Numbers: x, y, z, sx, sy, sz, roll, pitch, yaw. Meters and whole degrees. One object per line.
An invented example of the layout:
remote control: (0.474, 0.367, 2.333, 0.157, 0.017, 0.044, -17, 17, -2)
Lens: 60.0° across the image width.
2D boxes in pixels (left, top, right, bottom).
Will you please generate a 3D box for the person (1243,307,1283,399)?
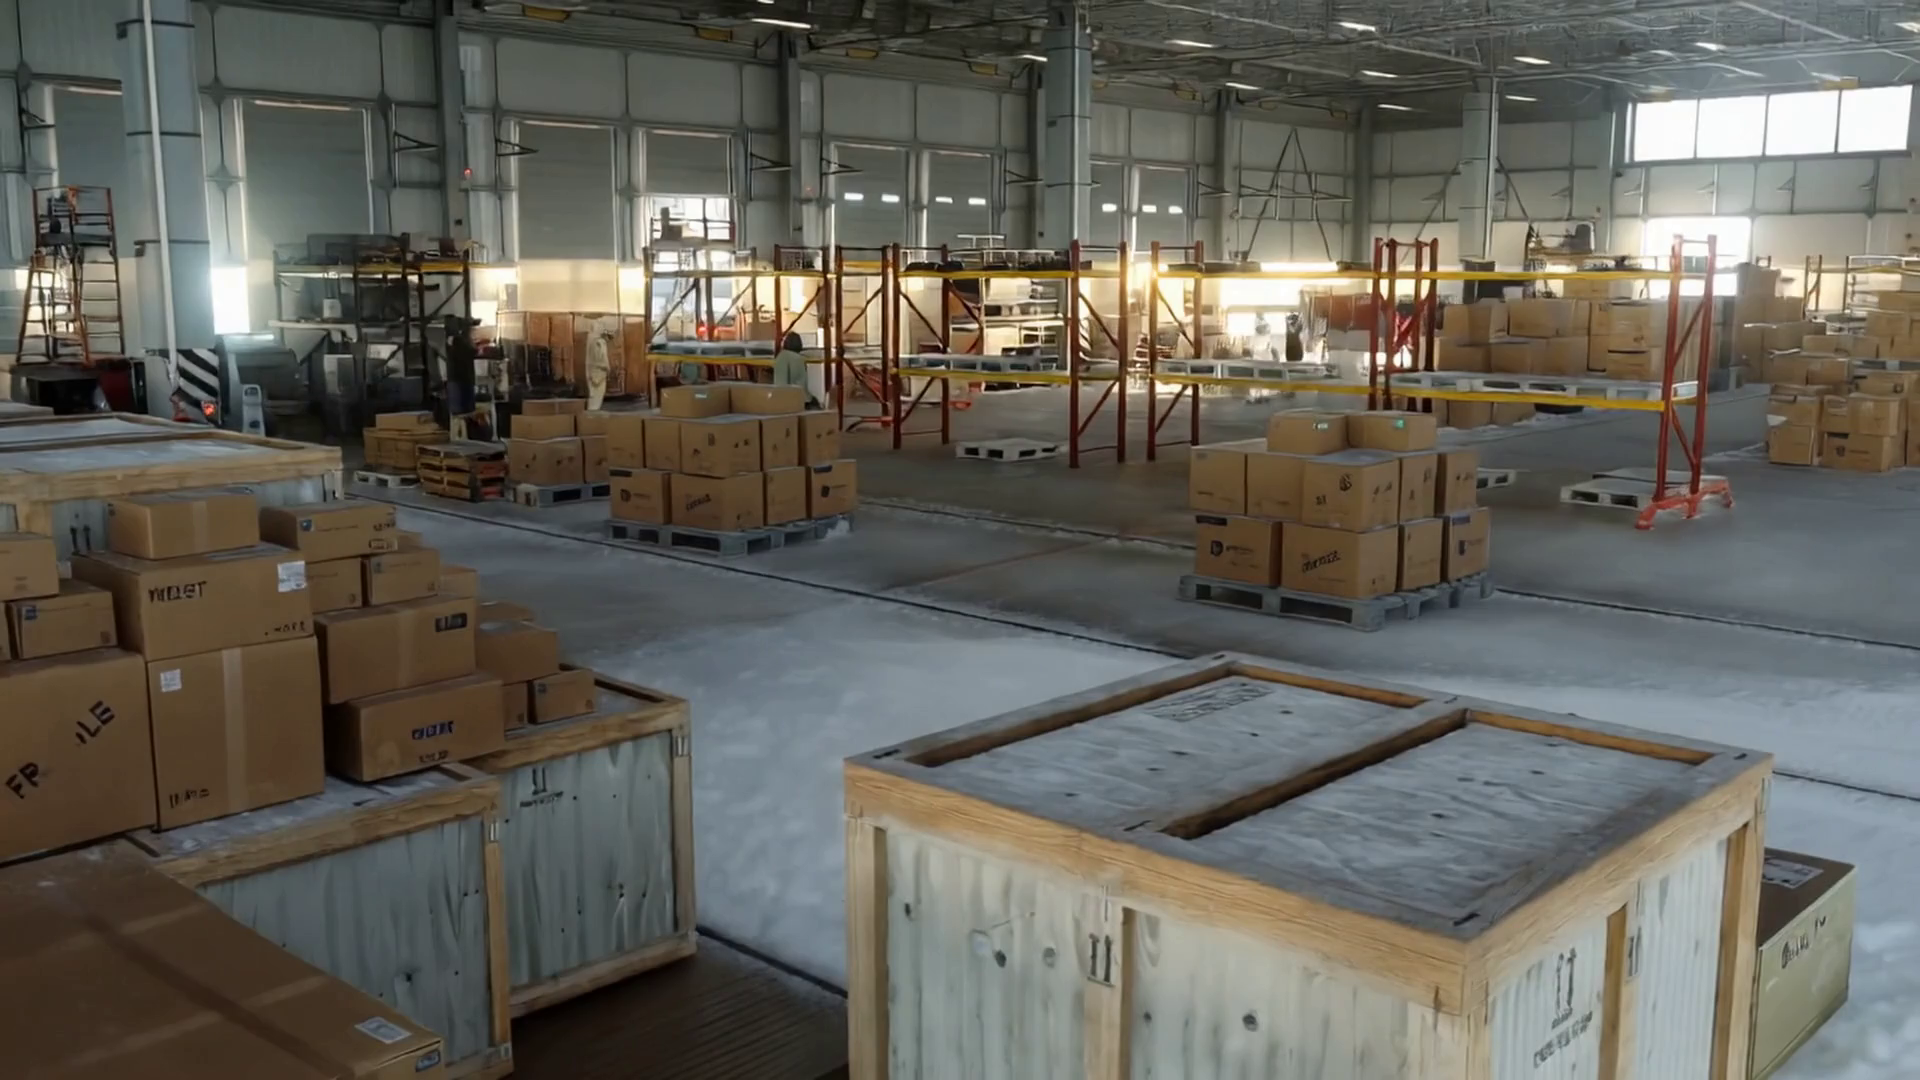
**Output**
person: (6.214, -3.826, 34.027, 0.970, 1.899, 0.634, -5, 11, -30)

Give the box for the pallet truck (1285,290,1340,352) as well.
pallet truck: (11.297, -6.951, 52.861, 1.885, 1.965, 0.823, -5, 11, -29)

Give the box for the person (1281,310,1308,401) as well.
person: (6.744, -3.710, 33.494, 0.535, 1.832, 0.534, 5, 10, 27)

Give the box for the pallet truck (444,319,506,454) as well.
pallet truck: (-6.981, -1.942, 22.150, 1.885, 1.965, 0.823, 1, 9, 9)

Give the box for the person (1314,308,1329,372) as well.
person: (9.381, -5.188, 43.148, 0.307, 1.641, 0.514, -4, 10, -24)

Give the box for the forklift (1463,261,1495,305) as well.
forklift: (11.998, -5.079, 38.683, 1.873, 2.768, 1.129, 9, 13, 43)

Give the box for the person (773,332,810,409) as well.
person: (-2.147, -1.753, 21.473, 0.429, 1.844, 0.626, -8, 12, -40)

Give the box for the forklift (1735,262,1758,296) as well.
forklift: (20.861, -5.987, 44.255, 1.873, 2.768, 1.129, 7, 12, 36)

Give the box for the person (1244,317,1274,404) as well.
person: (5.871, -3.501, 32.597, 0.492, 1.705, 0.855, 5, 11, 28)

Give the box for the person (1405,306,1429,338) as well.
person: (10.240, -4.334, 37.172, 0.639, 1.896, 1.030, 4, 10, 23)

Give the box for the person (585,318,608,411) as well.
person: (-5.686, -2.523, 26.064, 0.356, 1.884, 0.574, -1, 9, -4)
